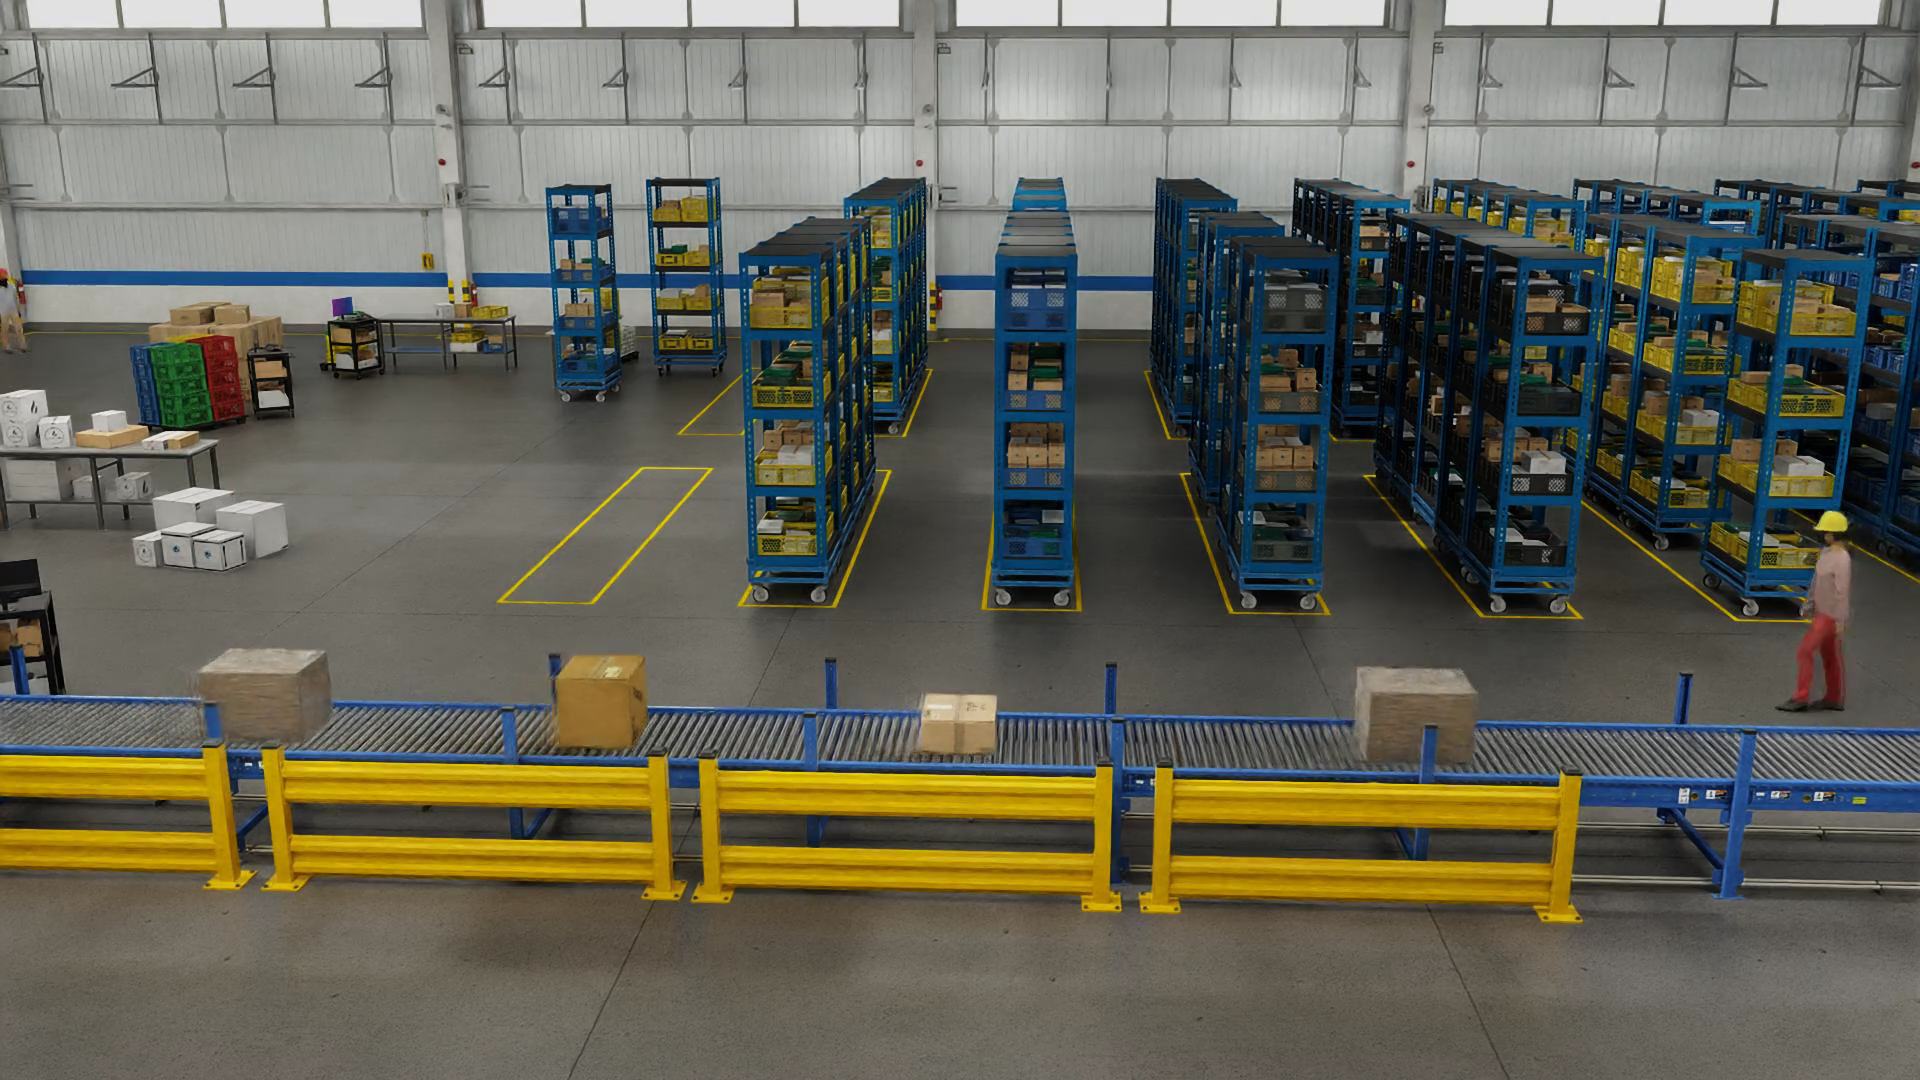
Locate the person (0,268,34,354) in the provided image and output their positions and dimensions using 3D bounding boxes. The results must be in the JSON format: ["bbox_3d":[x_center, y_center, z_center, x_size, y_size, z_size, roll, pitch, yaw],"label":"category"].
[{"bbox_3d":[-18.911,-4.543,33.119,0.790,1.721,0.597,9,17,29],"label":"person"}]

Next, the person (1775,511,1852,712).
[{"bbox_3d":[7.188,0.610,13.968,0.683,1.742,0.546,3,15,13],"label":"person"}]
